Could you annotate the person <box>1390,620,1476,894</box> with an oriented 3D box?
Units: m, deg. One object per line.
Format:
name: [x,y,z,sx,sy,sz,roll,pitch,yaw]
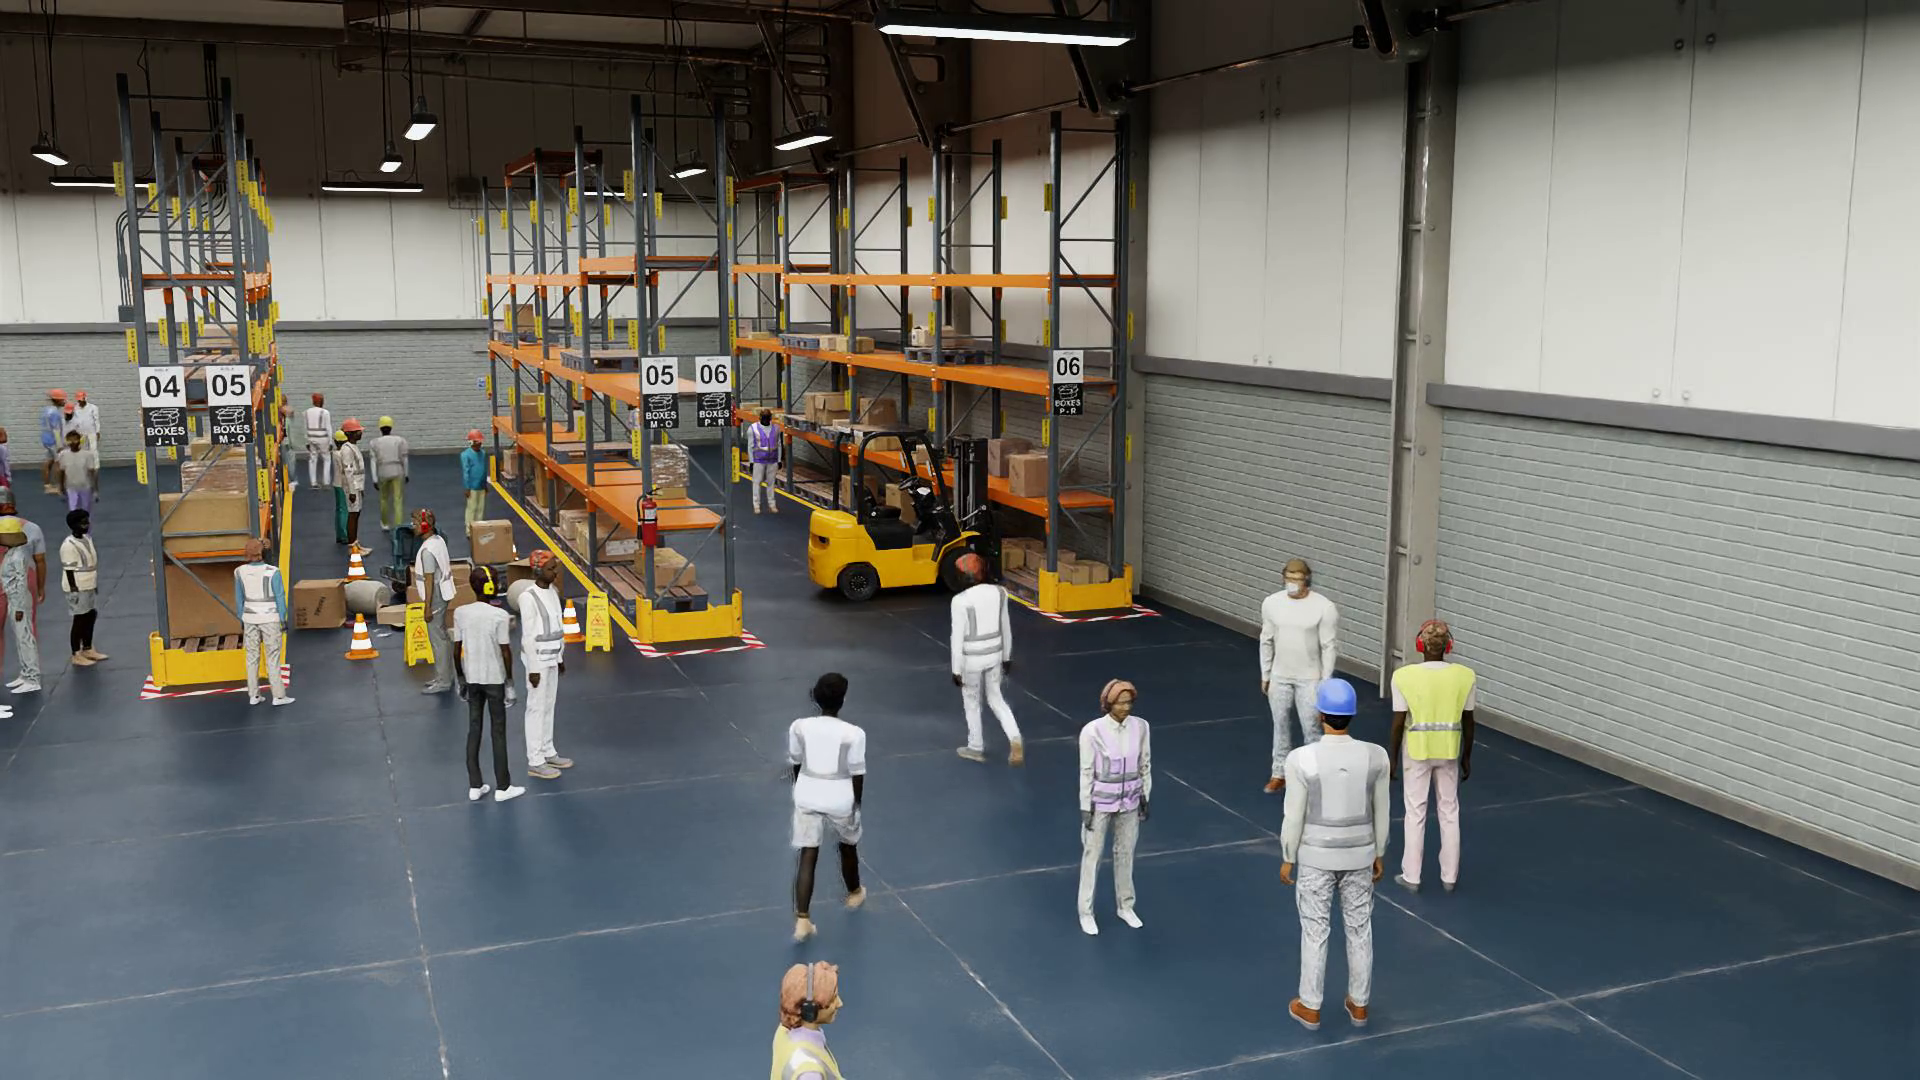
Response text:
person: [3.143,1.454,11.106,0.564,1.845,0.389,0,9,-1]

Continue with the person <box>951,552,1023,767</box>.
person: [0.206,1.010,13.918,0.623,1.849,0.788,-6,11,-35]

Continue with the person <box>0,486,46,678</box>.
person: [-9.631,0.447,16.834,0.683,2.000,0.535,-6,11,-35]

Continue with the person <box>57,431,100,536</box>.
person: [-13.241,-0.739,25.000,0.545,1.816,0.970,-4,10,-23]

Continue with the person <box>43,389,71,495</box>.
person: [-17.004,-1.832,31.311,0.590,2.009,0.604,-6,11,-34]

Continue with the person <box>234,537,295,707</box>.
person: [-6.688,0.787,15.947,0.514,1.642,0.310,2,9,11]

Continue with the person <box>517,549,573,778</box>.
person: [-3.441,1.012,13.773,0.355,1.883,0.572,1,9,9]

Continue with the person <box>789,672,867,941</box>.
person: [-0.834,1.645,10.508,0.531,1.649,0.875,2,9,11]

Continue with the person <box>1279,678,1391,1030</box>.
person: [2.049,1.719,9.115,0.602,1.949,0.389,-1,9,-5]

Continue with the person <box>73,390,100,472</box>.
person: [-18.395,-2.286,34.978,0.578,1.738,0.354,-2,9,-10]

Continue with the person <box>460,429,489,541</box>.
person: [-7.531,-0.857,25.940,0.342,1.748,0.573,3,10,19]

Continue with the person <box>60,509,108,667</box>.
person: [-9.305,0.502,17.603,0.320,1.685,0.539,-1,9,-5]

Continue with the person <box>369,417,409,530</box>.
person: [-9.156,-1.037,26.696,0.609,1.876,1.005,-4,10,-24]

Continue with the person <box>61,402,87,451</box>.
person: [-16.998,-1.777,31.812,0.618,1.734,0.406,2,9,14]

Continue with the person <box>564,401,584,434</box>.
person: [-7.931,-2.097,34.170,0.315,1.620,0.538,7,12,39]

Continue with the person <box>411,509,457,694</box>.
person: [-5.208,0.602,16.515,0.393,1.836,0.561,-2,9,-10]

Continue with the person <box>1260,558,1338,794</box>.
person: [2.657,1.087,13.159,0.629,1.931,0.372,6,11,31]

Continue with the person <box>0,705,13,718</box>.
person: [-9.116,0.740,15.537,0.328,1.868,0.509,-5,10,-30]

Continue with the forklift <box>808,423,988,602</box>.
forklift: [-0.830,-0.399,21.676,2.313,2.155,1.214,-4,10,-21]

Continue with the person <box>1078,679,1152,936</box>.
person: [0.965,1.667,10.447,0.518,1.630,0.320,-4,10,-24]

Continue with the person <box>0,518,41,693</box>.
person: [-9.385,0.643,16.530,0.295,1.743,0.493,-7,11,-36]

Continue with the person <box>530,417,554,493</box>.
person: [-7.863,-1.678,31.317,0.527,1.680,0.648,7,12,38]

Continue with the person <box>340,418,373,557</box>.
person: [-8.902,-0.773,24.490,0.369,2.048,0.608,-2,9,-10]

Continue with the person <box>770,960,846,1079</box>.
person: [-0.563,2.345,6.146,0.311,1.638,0.522,-2,9,-14]

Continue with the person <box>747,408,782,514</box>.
person: [-3.382,-1.371,28.921,0.622,1.838,0.429,-4,10,-26]

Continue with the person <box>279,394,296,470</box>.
person: [-14.295,-2.269,35.186,0.308,1.640,0.511,5,10,28]

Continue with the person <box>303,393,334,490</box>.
person: [-12.381,-1.894,32.110,0.596,1.878,0.351,2,9,14]

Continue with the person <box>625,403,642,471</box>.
person: [-6.423,-2.000,32.932,0.404,1.824,0.591,-3,9,-17]

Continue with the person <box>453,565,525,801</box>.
person: [-3.734,1.128,13.104,0.512,1.866,0.330,3,9,16]
